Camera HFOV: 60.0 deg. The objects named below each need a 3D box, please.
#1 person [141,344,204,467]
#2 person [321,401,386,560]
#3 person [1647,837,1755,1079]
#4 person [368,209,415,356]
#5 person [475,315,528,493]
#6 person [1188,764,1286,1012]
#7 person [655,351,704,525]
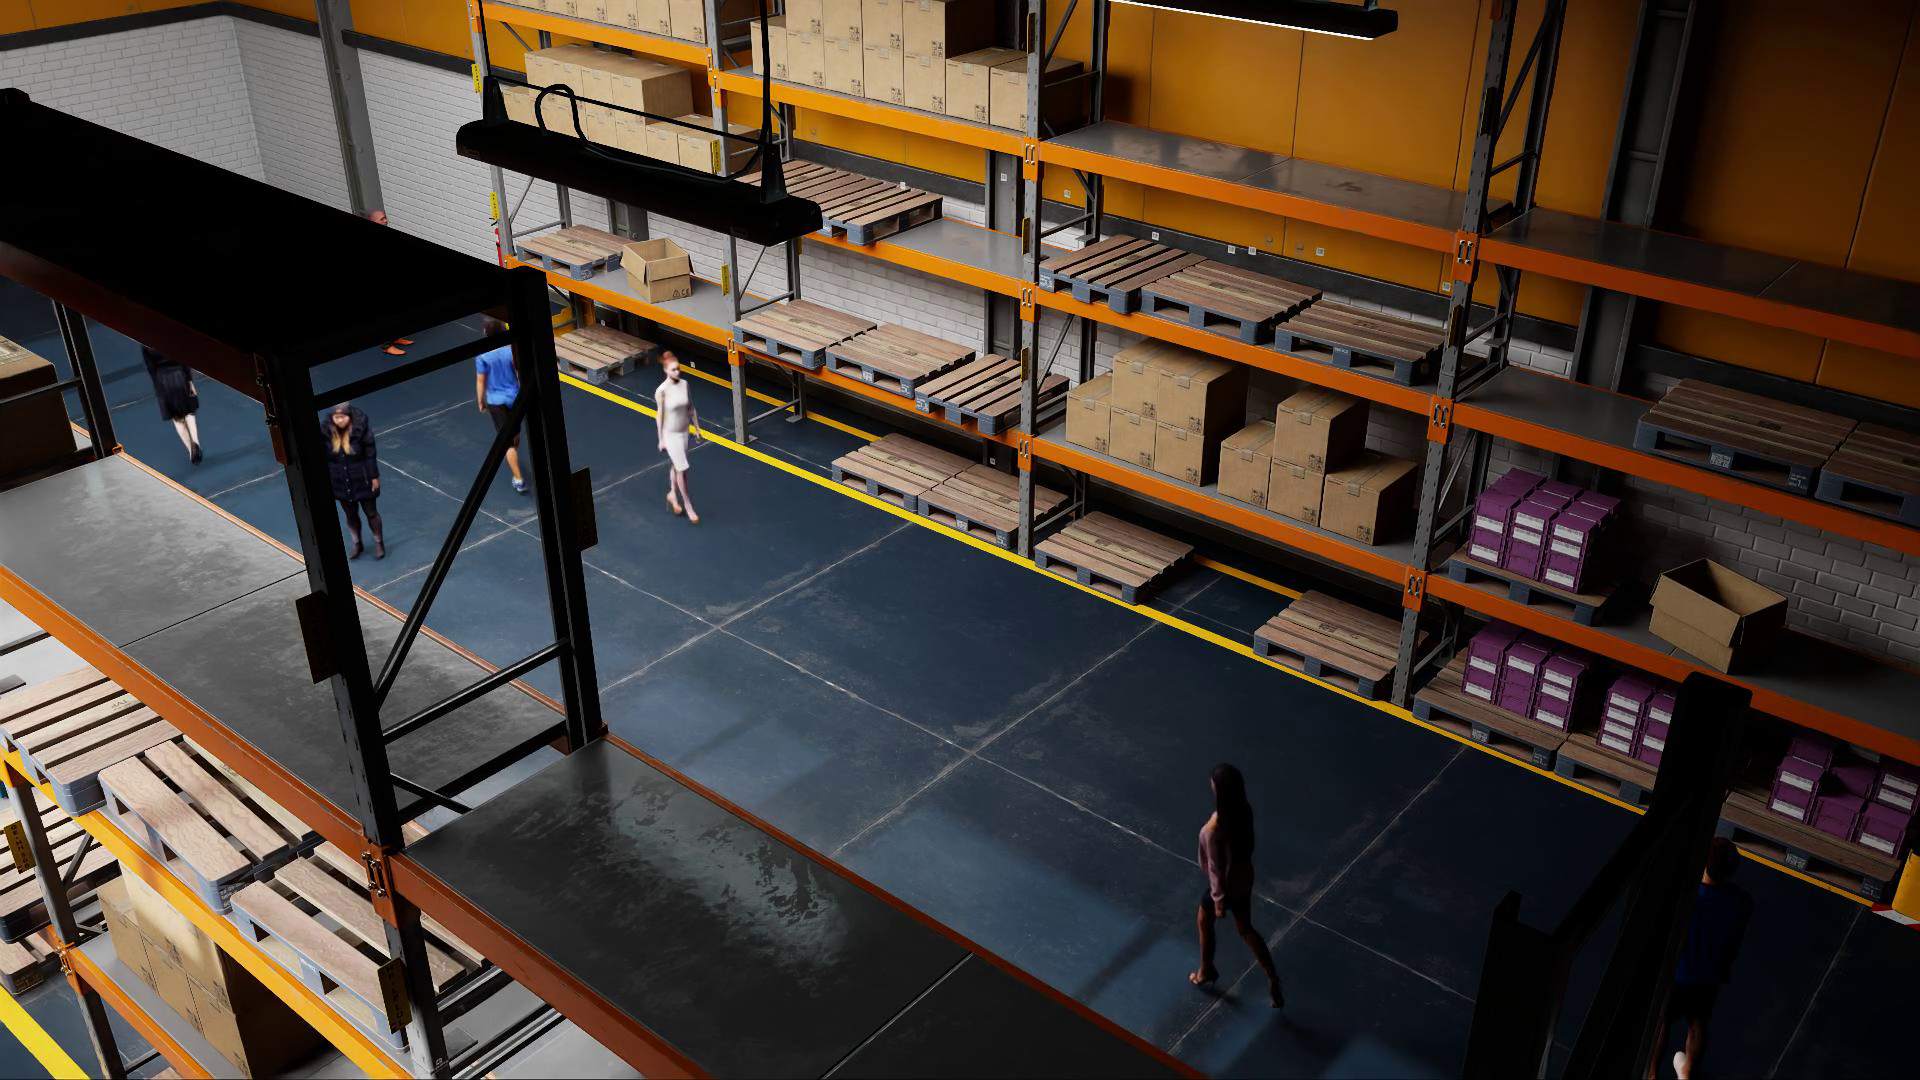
[{"bbox_3d":[-8.309,-1.552,17.572,0.728,1.735,0.851,-12,31,-22],"label":"person"},{"bbox_3d":[-5.787,-0.600,15.888,0.782,1.676,0.849,-1,29,-2],"label":"person"},{"bbox_3d":[4.360,2.547,9.922,0.730,1.865,0.813,0,29,1],"label":"person"},{"bbox_3d":[-7.110,-3.215,20.545,0.809,1.807,0.784,1,29,2],"label":"person"},{"bbox_3d":[-4.664,-1.371,17.146,0.905,1.825,1.241,-15,32,-25],"label":"person"},{"bbox_3d":[1.781,2.256,10.547,0.657,1.776,0.932,-25,37,-38],"label":"person"},{"bbox_3d":[-2.893,-1.056,16.618,0.725,1.777,0.588,22,36,35],"label":"person"}]
